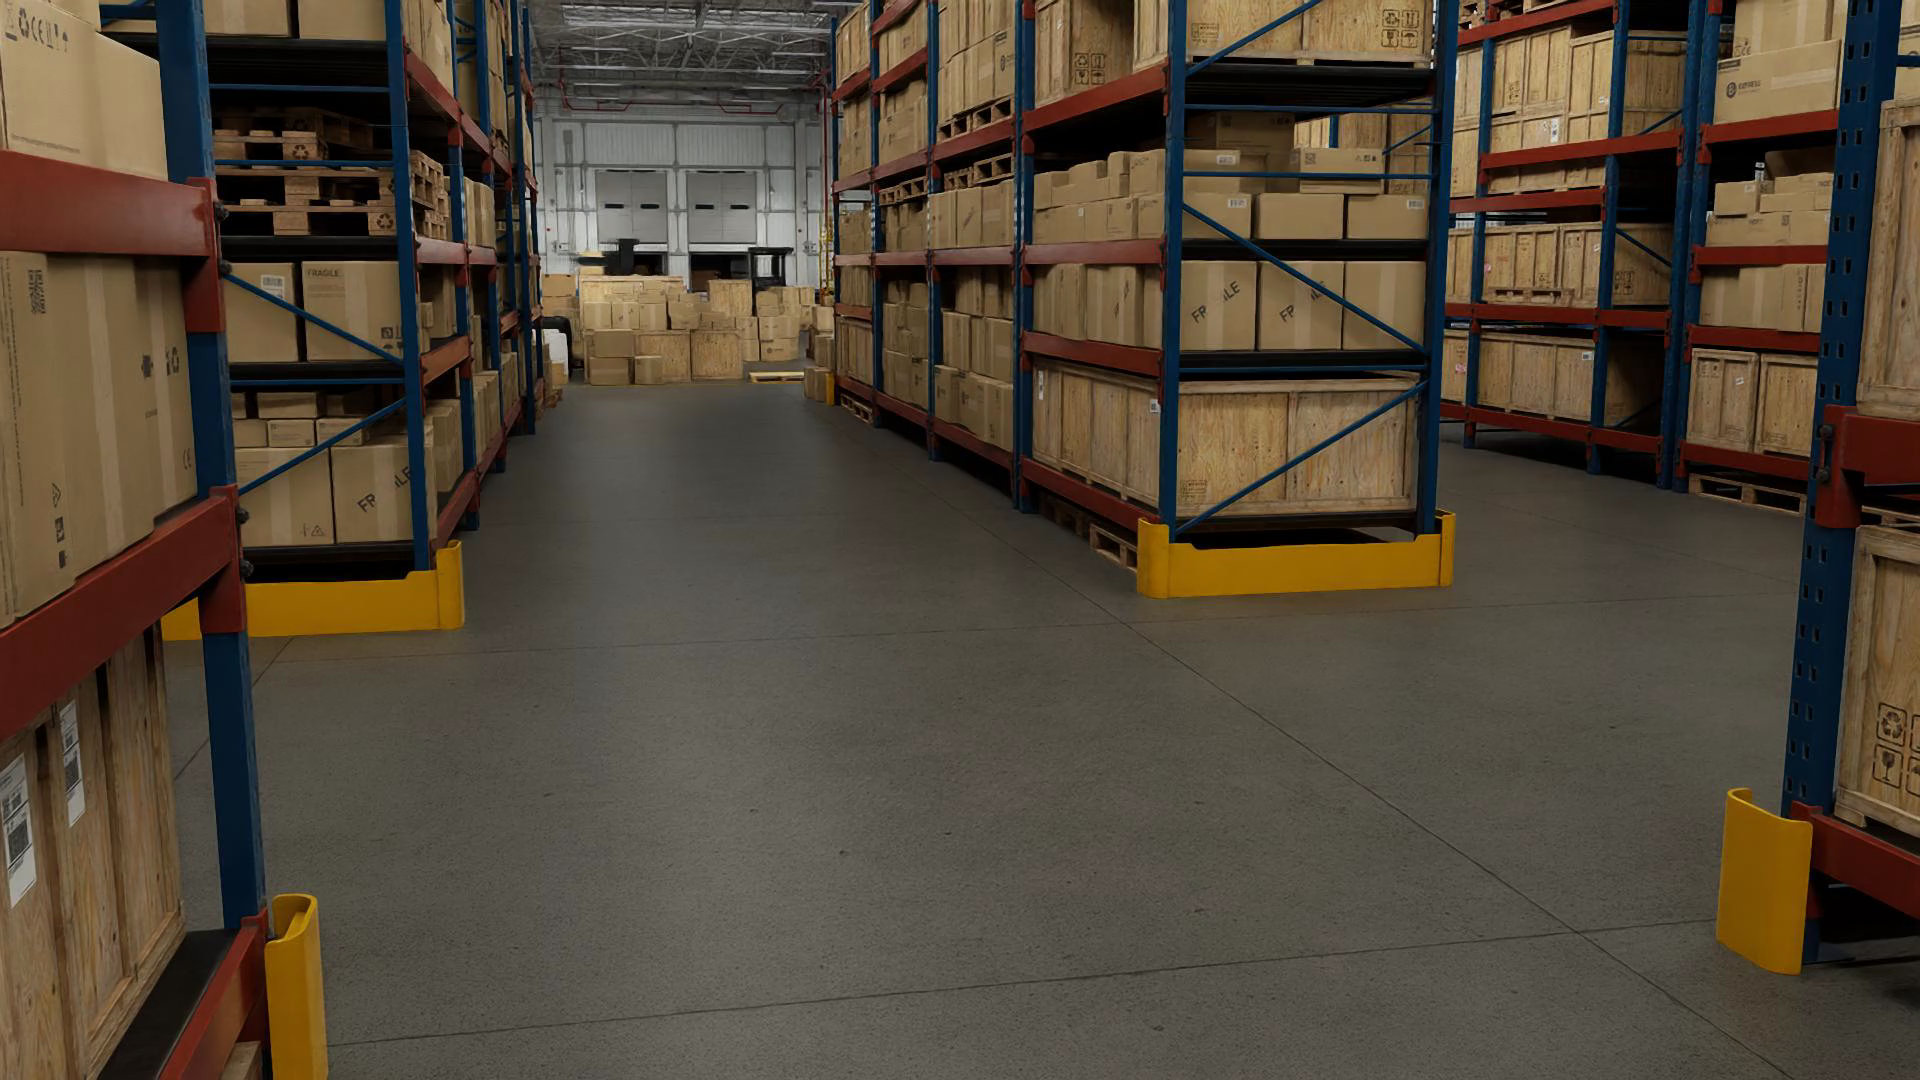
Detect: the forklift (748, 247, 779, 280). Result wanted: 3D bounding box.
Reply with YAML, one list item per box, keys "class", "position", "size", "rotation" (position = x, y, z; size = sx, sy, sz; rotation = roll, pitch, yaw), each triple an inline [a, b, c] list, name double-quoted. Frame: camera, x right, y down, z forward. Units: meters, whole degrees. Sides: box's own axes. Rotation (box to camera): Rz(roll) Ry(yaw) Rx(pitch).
- class: "forklift"
  position: [-6.003, -7.579, 51.020]
  size: [1.129, 2.768, 1.873]
  rotation: [-6, 11, -31]

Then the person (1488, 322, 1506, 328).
- class: "person"
  position: [10.035, -3.833, 31.053]
  size: [0.357, 1.938, 0.542]
  rotation: [2, 10, 14]

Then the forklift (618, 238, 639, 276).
- class: "forklift"
  position: [-7.097, -5.059, 35.659]
  size: [1.873, 2.768, 1.129]
  rotation: [-2, 10, -13]

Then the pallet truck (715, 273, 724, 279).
- class: "pallet truck"
  position: [-8.580, -8.986, 62.280]
  size: [1.885, 1.965, 0.823]
  rotation: [1, 9, 5]
